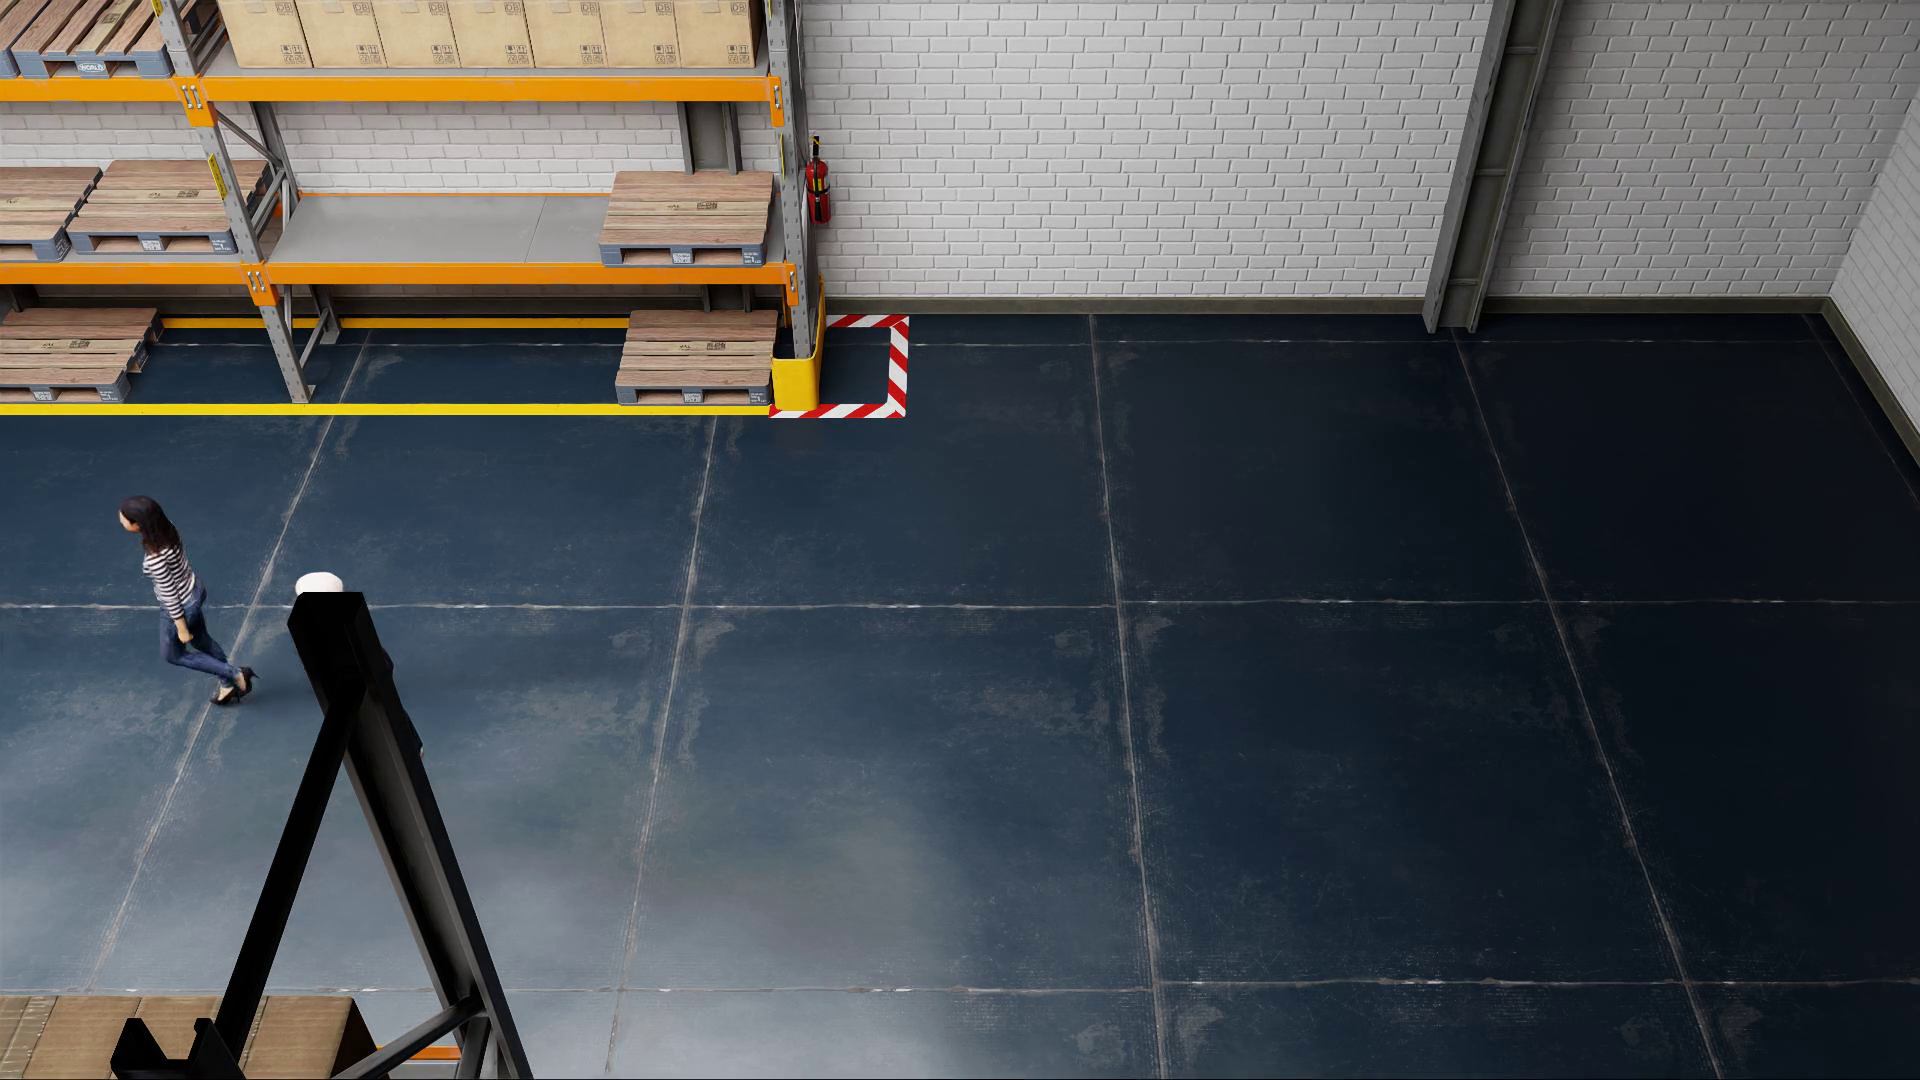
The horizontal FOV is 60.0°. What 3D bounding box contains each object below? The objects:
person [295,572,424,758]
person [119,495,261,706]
[{"bbox_3d":[-3.273,0.754,9.139,0.602,1.776,0.719,3,44,3],"label":"person"},{"bbox_3d":[-4.696,0.417,10.272,0.731,1.777,0.672,-8,44,-8],"label":"person"}]
